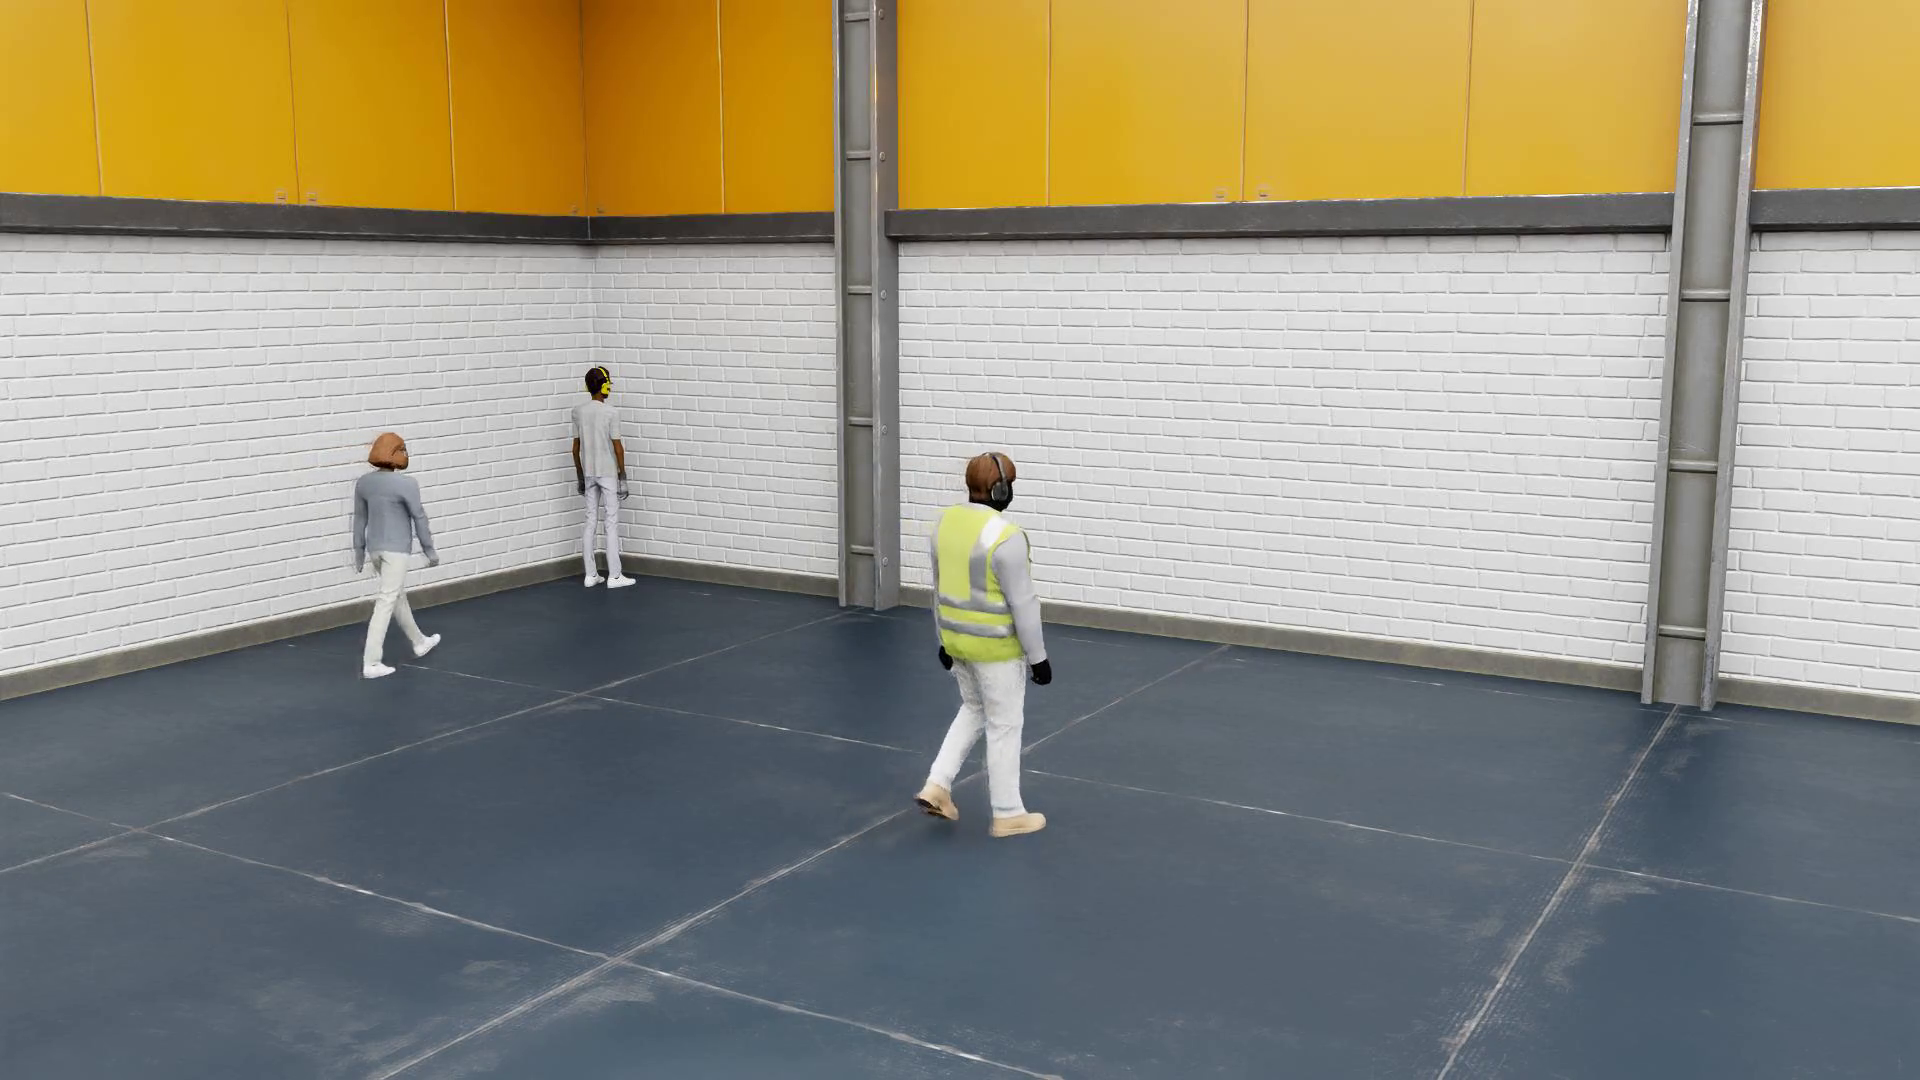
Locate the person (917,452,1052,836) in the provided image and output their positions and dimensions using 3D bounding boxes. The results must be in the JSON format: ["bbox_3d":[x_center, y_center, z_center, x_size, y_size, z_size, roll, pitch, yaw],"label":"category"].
[{"bbox_3d":[0.134,0.499,7.779,0.525,1.832,0.660,-6,11,-33],"label":"person"}]

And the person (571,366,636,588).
[{"bbox_3d":[-3.018,-0.526,14.034,0.510,1.872,0.328,4,10,22],"label":"person"}]

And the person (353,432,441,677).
[{"bbox_3d":[-3.745,0.079,11.111,0.500,1.590,0.851,5,10,26],"label":"person"}]
